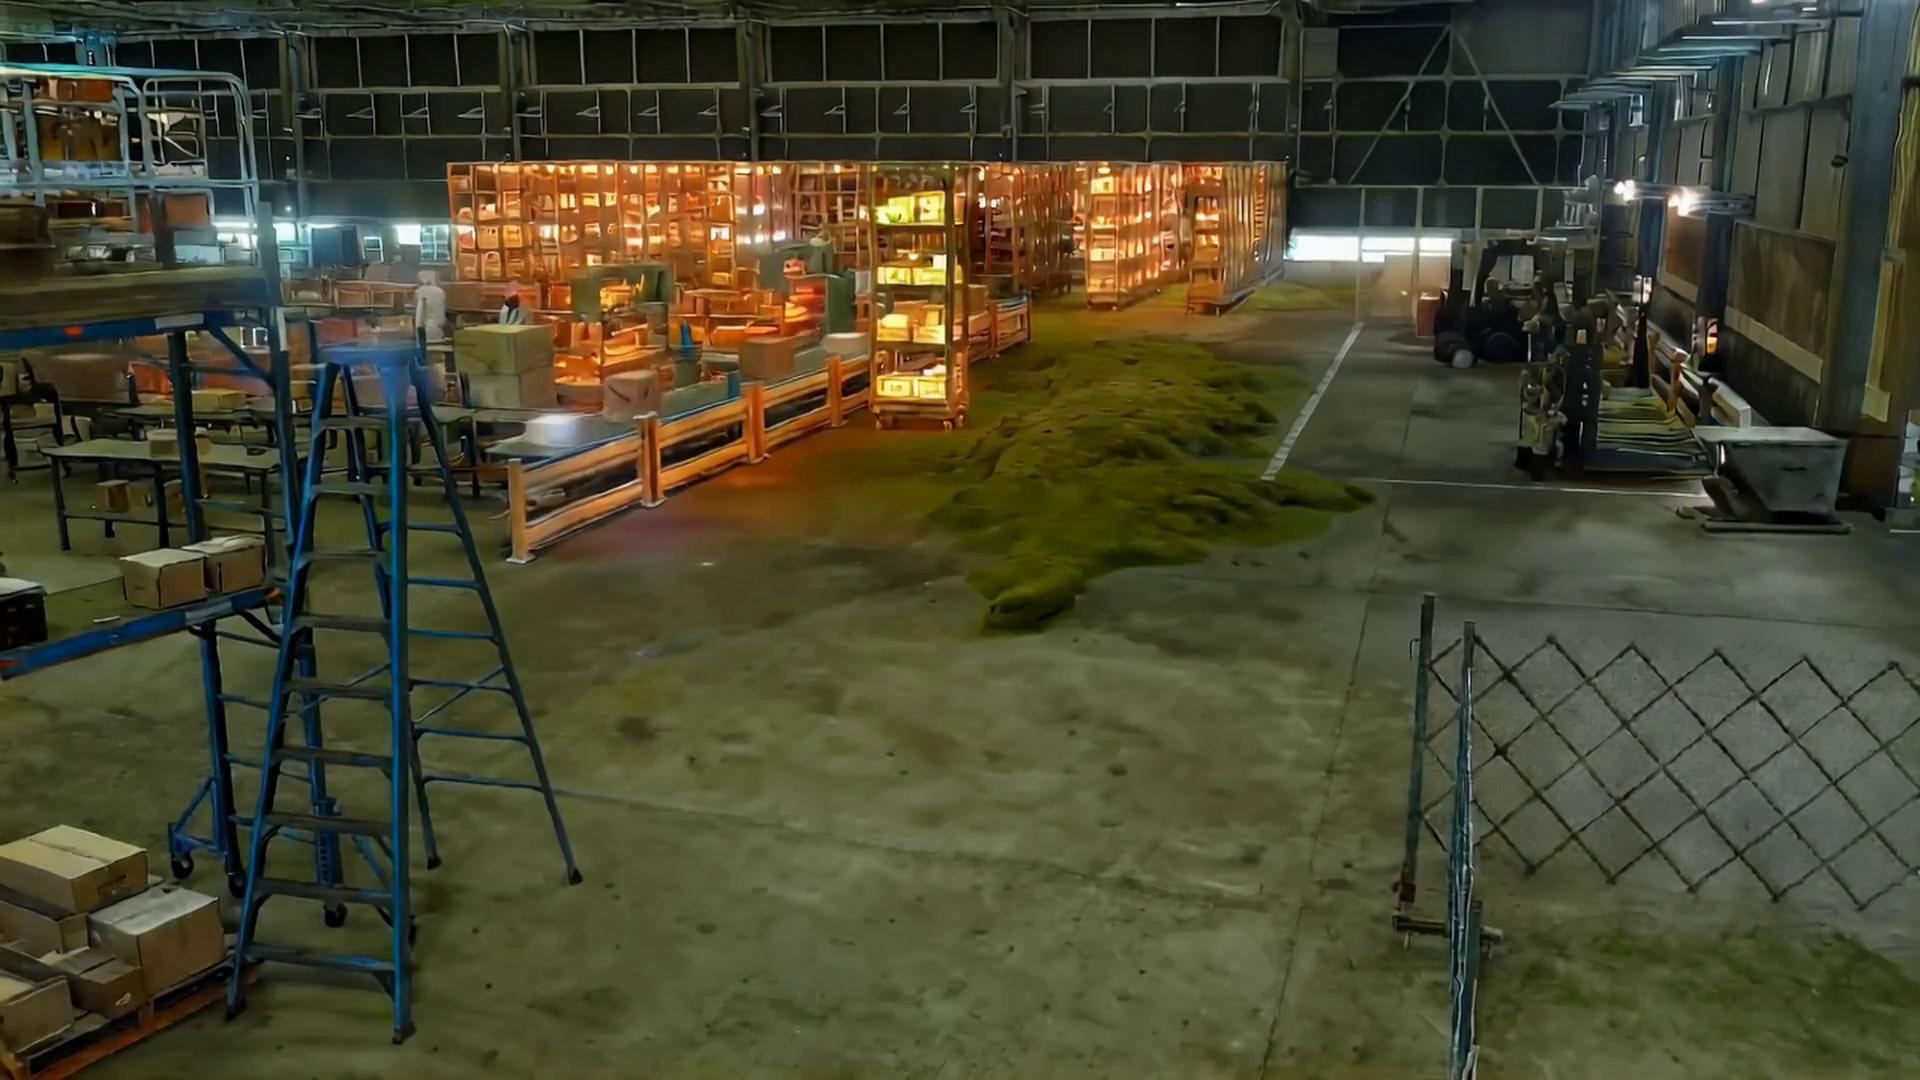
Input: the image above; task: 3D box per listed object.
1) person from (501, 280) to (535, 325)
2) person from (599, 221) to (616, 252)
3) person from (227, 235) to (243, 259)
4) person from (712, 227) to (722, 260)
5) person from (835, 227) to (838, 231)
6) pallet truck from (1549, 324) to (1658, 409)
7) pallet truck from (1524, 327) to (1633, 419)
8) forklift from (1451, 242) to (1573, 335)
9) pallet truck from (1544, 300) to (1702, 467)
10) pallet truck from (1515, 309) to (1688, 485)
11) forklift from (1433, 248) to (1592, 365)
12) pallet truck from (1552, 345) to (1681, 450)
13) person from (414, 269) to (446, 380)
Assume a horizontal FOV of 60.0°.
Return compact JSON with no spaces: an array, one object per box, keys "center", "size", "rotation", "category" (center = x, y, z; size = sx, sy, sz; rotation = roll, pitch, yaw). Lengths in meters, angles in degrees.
[{"center":[-6.264,-2.642,23.513],"size":[0.605,2.044,0.374],"rotation":[8,16,32],"category":"person"},{"center":[-11.750,-9.970,55.716],"size":[0.623,1.781,0.912],"rotation":[2,13,7],"category":"person"},{"center":[-18.930,-7.106,43.501],"size":[0.931,1.721,0.538],"rotation":[6,15,26],"category":"person"},{"center":[-7.250,-8.735,50.027],"size":[0.660,1.961,0.437],"rotation":[-7,15,-27],"category":"person"},{"center":[-3.948,-9.830,55.083],"size":[0.581,1.799,0.757],"rotation":[0,13,-2],"category":"person"},{"center":[9.824,-2.669,25.407],"size":[1.601,1.201,0.680],"rotation":[4,14,16],"category":"pallet truck"},{"center":[9.065,-2.460,24.370],"size":[1.522,1.261,0.704],"rotation":[3,13,14],"category":"pallet truck"},{"center":[10.464,-4.597,31.405],"size":[2.680,1.987,1.157],"rotation":[4,14,16],"category":"forklift"},{"center":[8.263,-1.952,20.631],"size":[1.885,1.965,0.823],"rotation":[5,14,20],"category":"pallet truck"},{"center":[7.554,-1.677,19.446],"size":[1.885,1.965,0.823],"rotation":[3,13,14],"category":"pallet truck"},{"center":[9.780,-4.111,29.280],"size":[2.680,1.987,1.157],"rotation":[3,13,14],"category":"forklift"},{"center":[8.641,-1.896,21.908],"size":[1.630,1.274,0.653],"rotation":[4,14,16],"category":"pallet truck"},{"center":[-8.942,-3.612,28.017],"size":[0.409,1.903,0.639],"rotation":[6,14,24],"category":"person"}]
